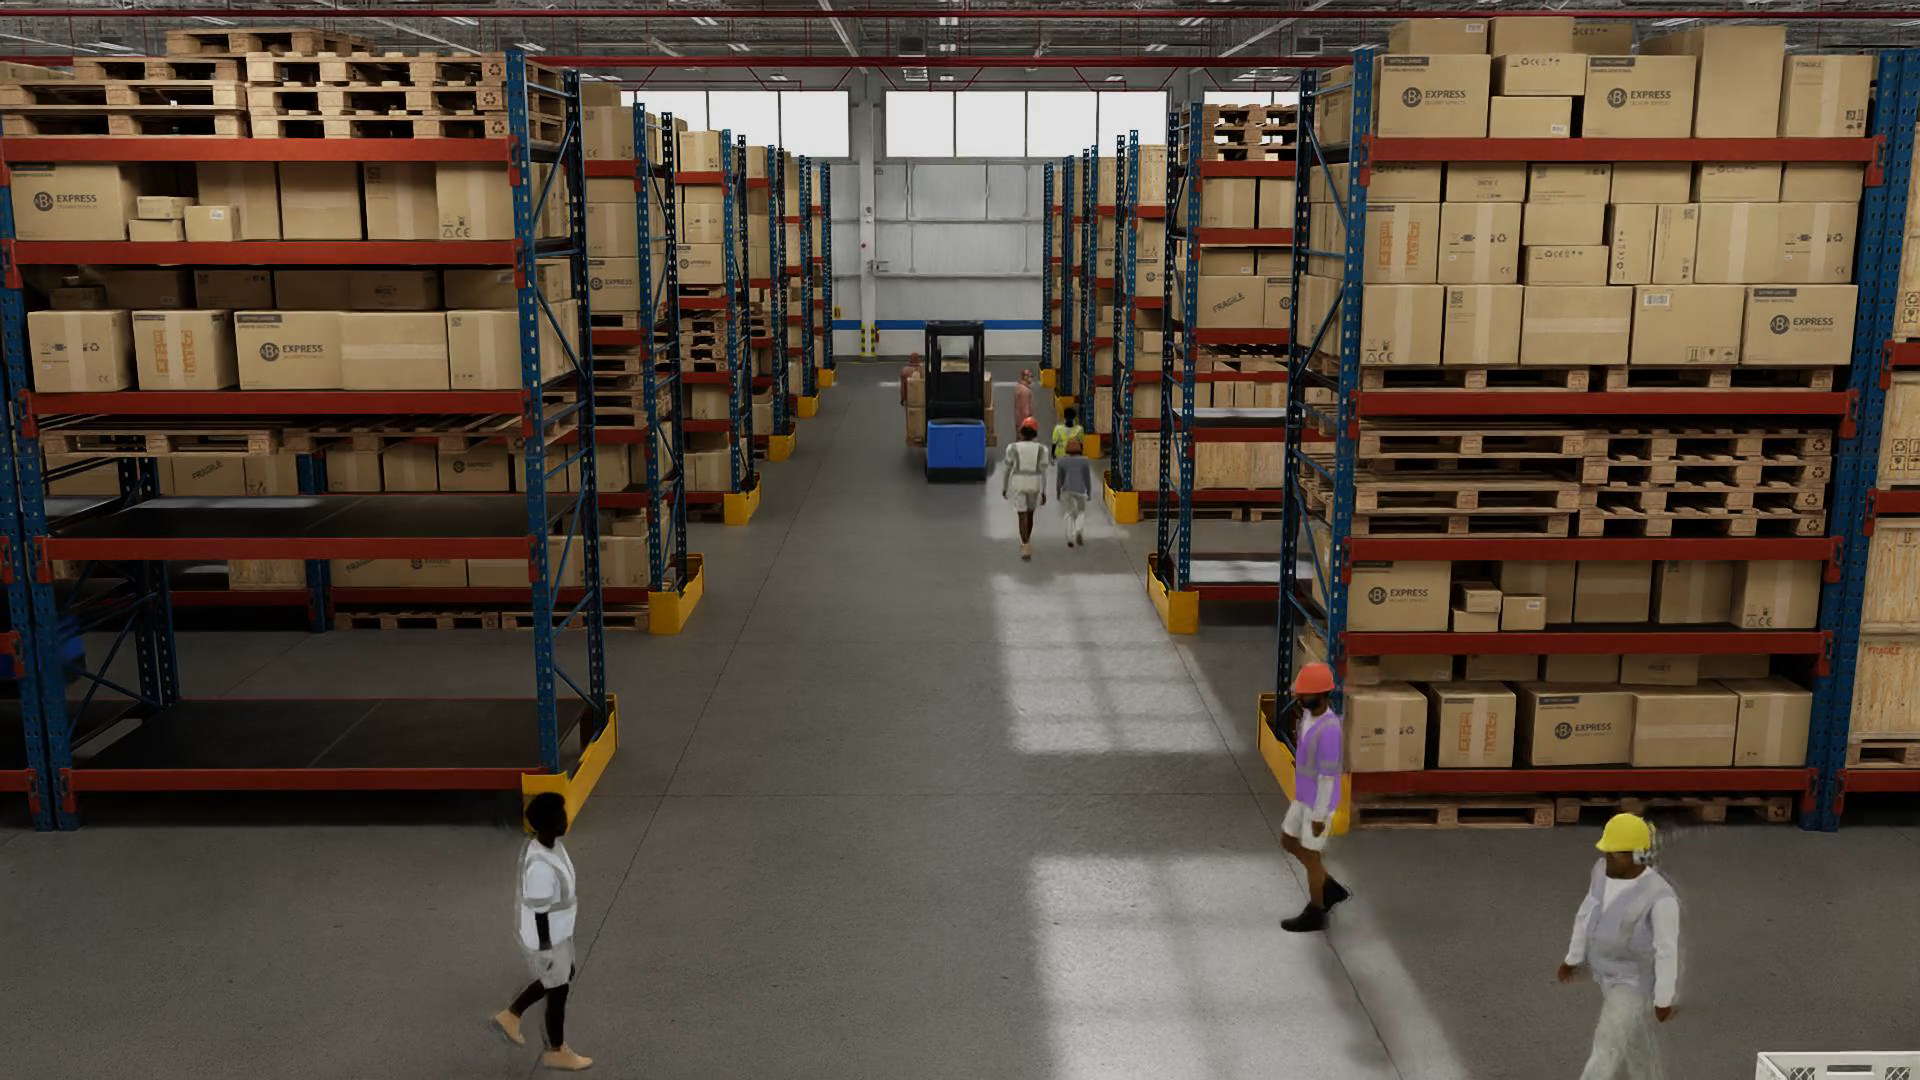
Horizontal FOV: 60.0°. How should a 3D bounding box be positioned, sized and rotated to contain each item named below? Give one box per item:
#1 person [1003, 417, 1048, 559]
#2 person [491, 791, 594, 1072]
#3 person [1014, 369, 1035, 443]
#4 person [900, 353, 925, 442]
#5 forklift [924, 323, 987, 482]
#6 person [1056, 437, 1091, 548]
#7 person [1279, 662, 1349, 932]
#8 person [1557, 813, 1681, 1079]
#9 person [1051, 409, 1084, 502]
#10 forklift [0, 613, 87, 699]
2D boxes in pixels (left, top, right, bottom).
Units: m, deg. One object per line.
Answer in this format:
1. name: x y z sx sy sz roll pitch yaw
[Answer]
1. person: 0.939 -0.744 23.635 0.620 1.985 1.105 -1 11 -5
2. person: -2.419 2.248 9.537 0.505 1.687 0.535 -1 11 -6
3. person: 1.216 -2.285 31.483 0.398 1.896 0.657 -1 11 -4
4. person: -0.938 -2.982 34.919 0.639 1.902 0.407 -1 11 -3
5. forklift: -0.086 -2.549 30.333 1.129 2.768 1.873 0 11 -2
6. person: 1.652 -0.700 24.292 0.521 1.612 0.508 1 11 6
7. person: 2.419 1.757 11.379 0.426 1.918 0.564 -1 11 -4
8. person: 3.452 2.323 8.896 0.912 1.784 0.594 -2 12 -12
9. person: 1.787 -1.386 27.651 0.536 1.646 0.914 1 11 6
10. forklift: -10.091 0.192 16.747 1.873 2.768 1.129 0 11 -1
